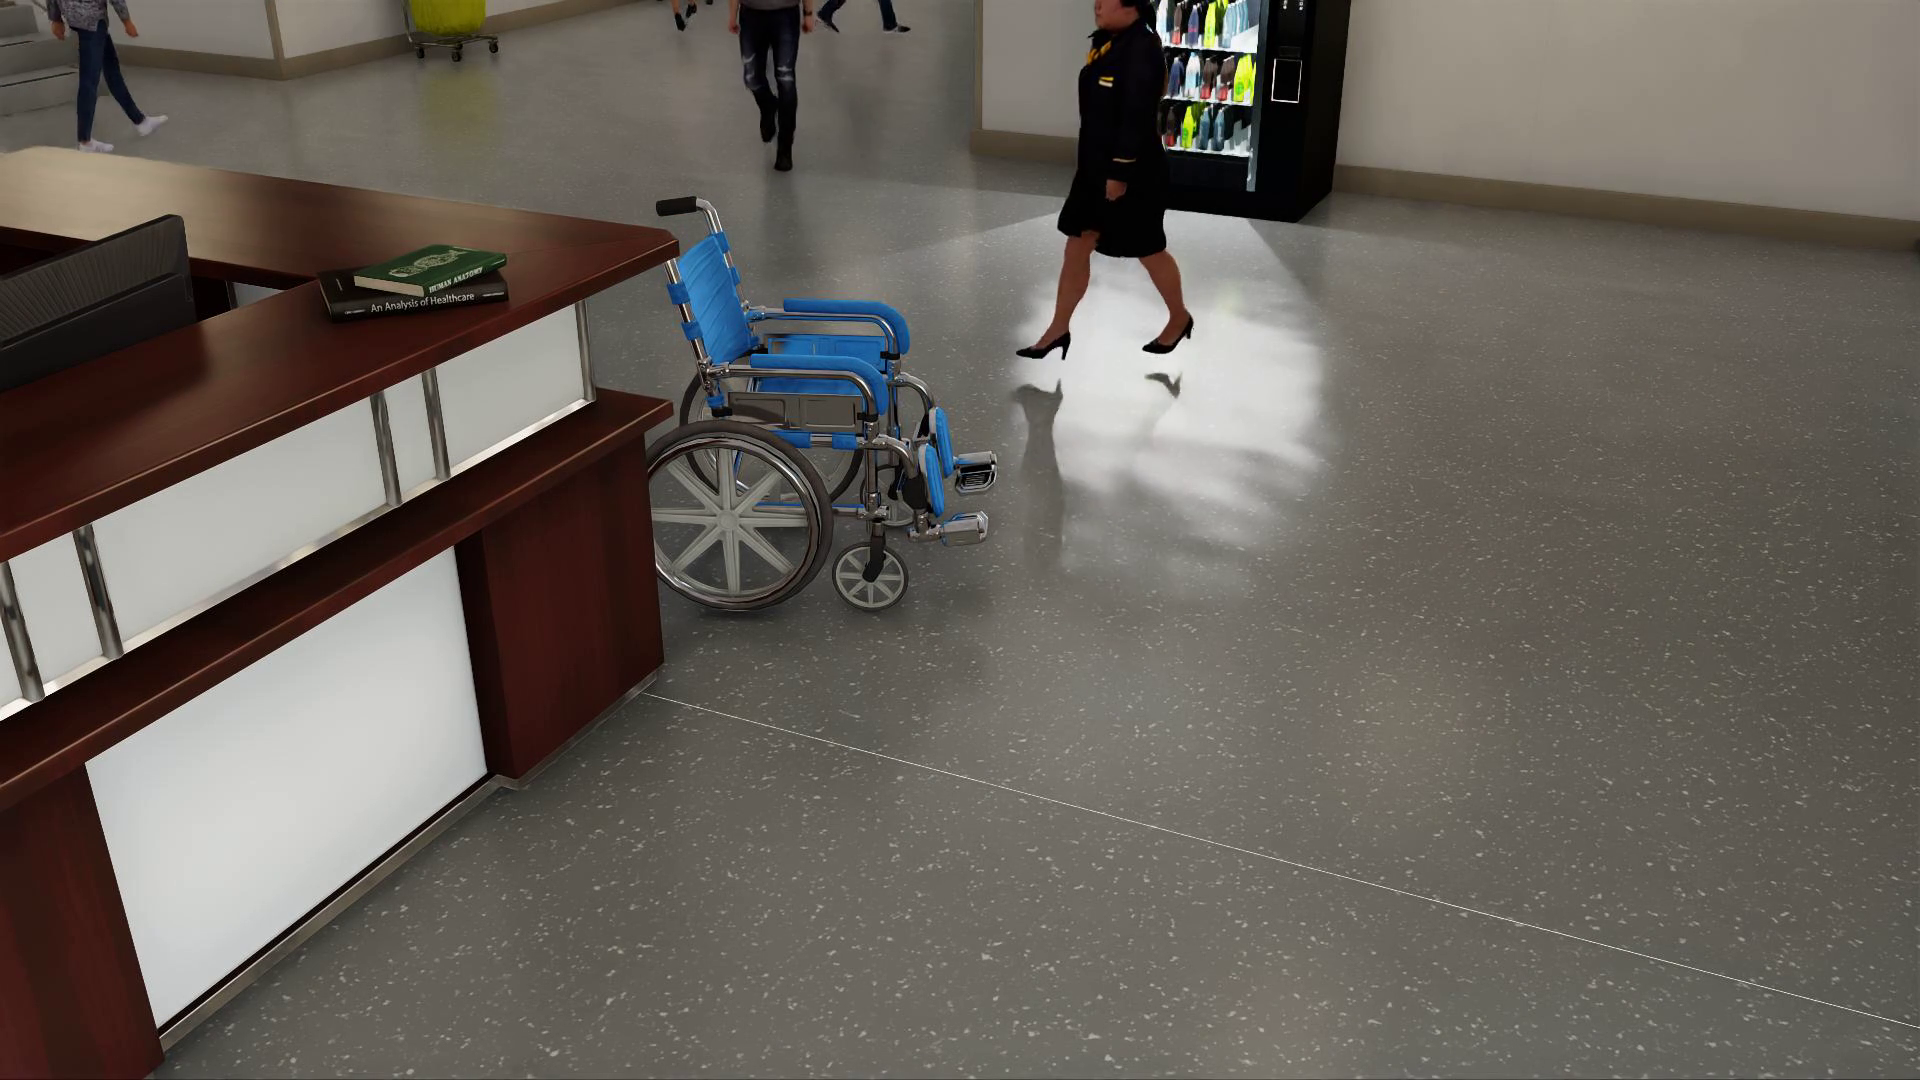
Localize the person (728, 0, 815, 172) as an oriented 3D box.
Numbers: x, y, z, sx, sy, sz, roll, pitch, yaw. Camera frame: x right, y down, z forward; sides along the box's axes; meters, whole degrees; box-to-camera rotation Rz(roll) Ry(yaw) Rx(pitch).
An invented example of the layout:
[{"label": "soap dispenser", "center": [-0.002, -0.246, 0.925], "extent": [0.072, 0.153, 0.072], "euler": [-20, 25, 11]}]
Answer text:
[{"label": "person", "center": [-1.181, -3.302, 10.358], "extent": [1.071, 1.886, 1.007], "euler": [0, 26, 0]}]

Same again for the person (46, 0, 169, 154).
[{"label": "person", "center": [-5.622, -3.297, 10.560], "extent": [0.955, 1.701, 0.736], "euler": [13, 29, 25]}]

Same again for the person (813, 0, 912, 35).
[{"label": "person", "center": [-0.942, -5.281, 14.882], "extent": [1.157, 1.520, 0.967], "euler": [-4, 26, -8]}]

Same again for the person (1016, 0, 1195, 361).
[{"label": "person", "center": [0.751, -1.509, 6.931], "extent": [1.169, 1.633, 1.099], "euler": [-8, 27, -16]}]
